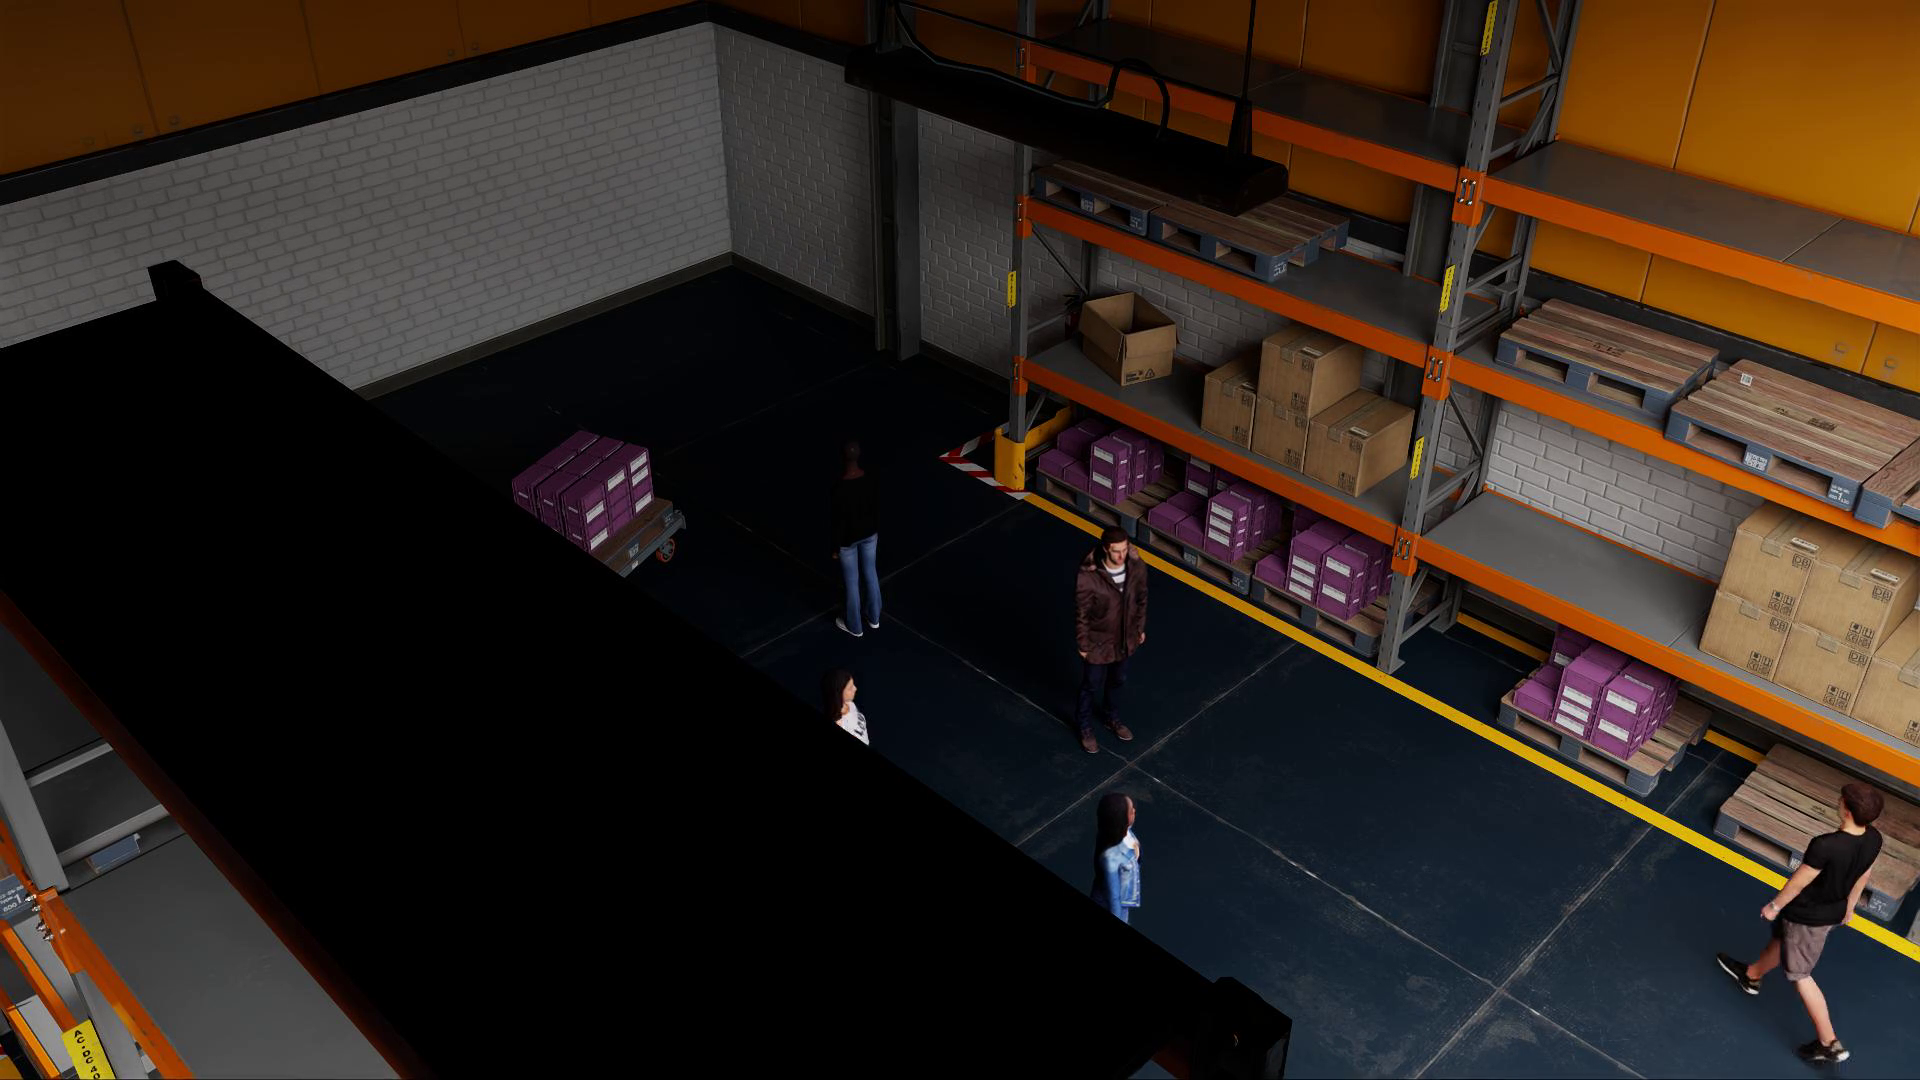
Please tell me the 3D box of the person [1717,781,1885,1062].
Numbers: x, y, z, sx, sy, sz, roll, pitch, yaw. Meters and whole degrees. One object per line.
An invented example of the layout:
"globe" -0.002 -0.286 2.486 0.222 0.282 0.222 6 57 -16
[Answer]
"person" 4.998 2.208 9.618 0.907 1.836 1.287 -17 37 -23

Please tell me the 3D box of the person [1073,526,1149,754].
"person" 1.061 0.678 11.909 0.837 1.848 0.798 -16 37 -22

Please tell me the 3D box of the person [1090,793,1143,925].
"person" 0.892 2.149 9.820 0.714 1.711 0.682 4 34 6

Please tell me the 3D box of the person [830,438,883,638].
"person" -0.813 -0.025 13.056 0.625 1.749 0.578 -22 39 -29

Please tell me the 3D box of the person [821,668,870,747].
"person" -0.826 1.559 10.676 1.139 1.745 1.058 1 34 2
